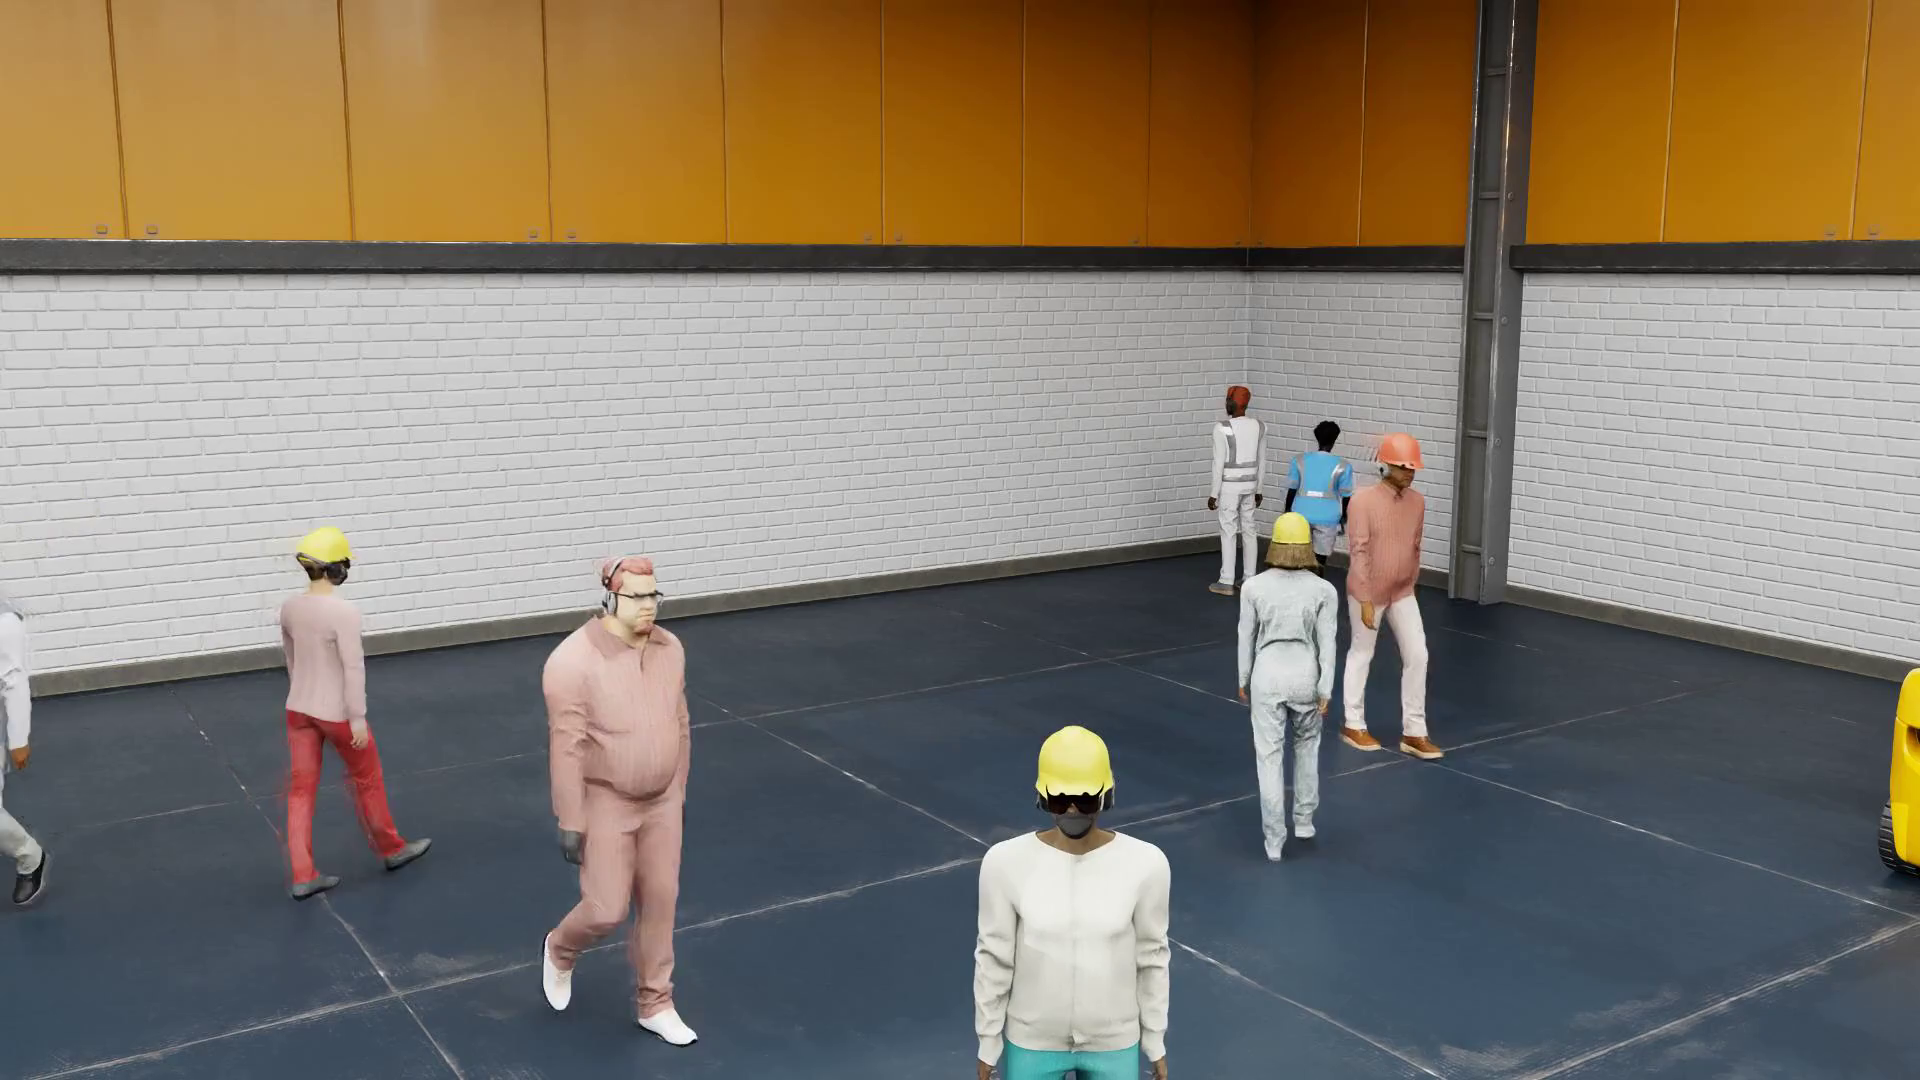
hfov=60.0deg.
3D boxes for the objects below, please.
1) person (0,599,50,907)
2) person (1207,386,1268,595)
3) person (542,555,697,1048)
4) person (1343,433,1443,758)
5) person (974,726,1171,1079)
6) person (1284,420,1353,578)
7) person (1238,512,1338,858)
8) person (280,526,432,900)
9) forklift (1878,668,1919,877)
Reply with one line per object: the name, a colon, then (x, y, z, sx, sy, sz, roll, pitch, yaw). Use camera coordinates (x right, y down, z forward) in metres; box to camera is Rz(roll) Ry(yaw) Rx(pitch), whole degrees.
person: (-4.432, 0.846, 7.402, 0.593, 1.819, 0.442, 2, 10, 9)
person: (2.489, -0.446, 14.970, 0.584, 1.882, 0.348, -5, 11, -27)
person: (-1.303, 0.980, 6.353, 0.630, 1.890, 0.665, 8, 12, 39)
person: (2.595, 0.348, 9.936, 0.623, 1.956, 0.830, -4, 10, -22)
person: (0.304, 1.354, 4.477, 0.533, 1.767, 0.324, 0, 9, -1)
person: (2.985, -0.159, 13.866, 0.559, 1.664, 0.420, 4, 10, 25)
person: (1.648, 0.716, 8.436, 0.490, 1.723, 0.598, 2, 10, 9)
person: (-2.923, 0.789, 7.938, 0.547, 1.733, 0.800, 4, 10, 25)
forklift: (5.511, 0.571, 7.906, 2.313, 2.155, 1.214, -6, 11, -33)
